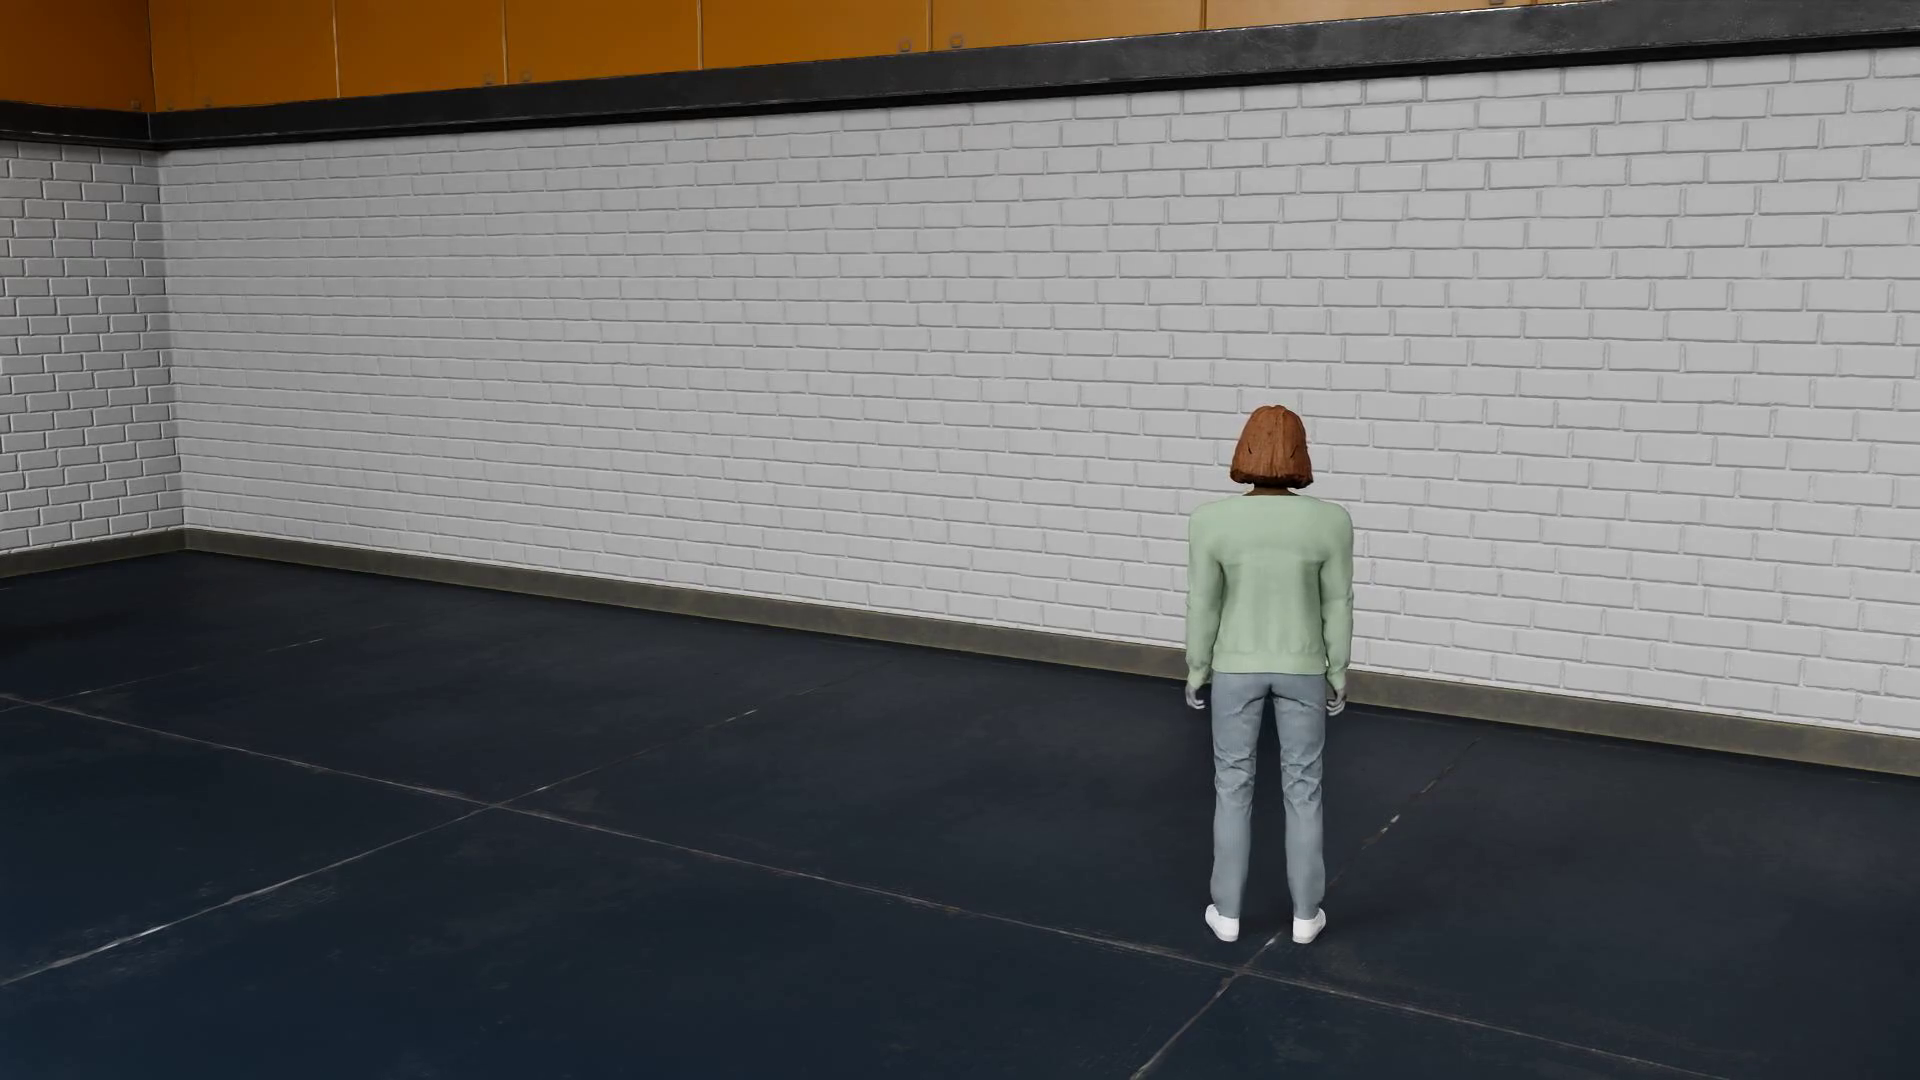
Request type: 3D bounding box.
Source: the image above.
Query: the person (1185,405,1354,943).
[{"bbox_3d":[0.927,0.411,5.024,0.498,1.634,0.280,1,9,8],"label":"person"}]
